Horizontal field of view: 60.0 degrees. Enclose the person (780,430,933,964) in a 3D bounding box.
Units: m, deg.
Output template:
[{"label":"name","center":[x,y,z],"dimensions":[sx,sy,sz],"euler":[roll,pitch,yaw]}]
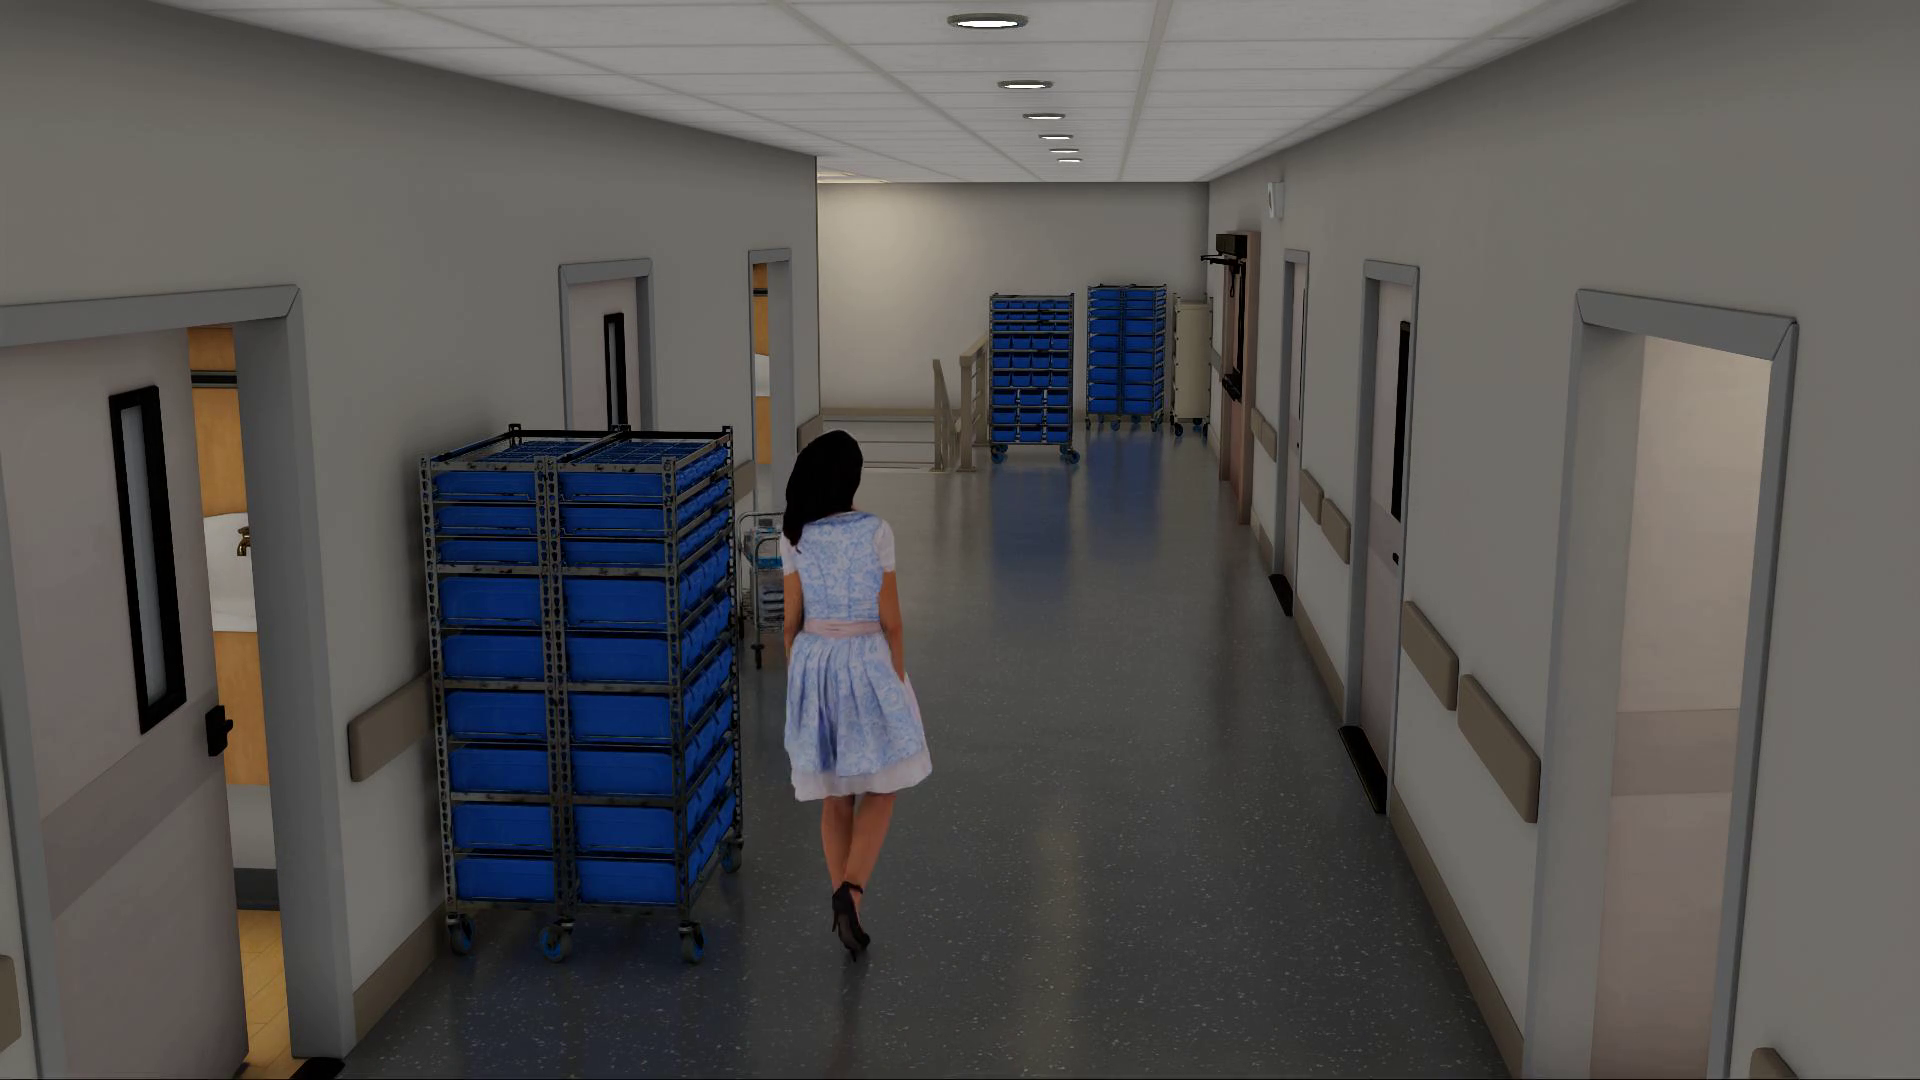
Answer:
[{"label":"person","center":[-0.386,0.564,5.436],"dimensions":[0.690,1.802,0.849],"euler":[2,11,10]}]
